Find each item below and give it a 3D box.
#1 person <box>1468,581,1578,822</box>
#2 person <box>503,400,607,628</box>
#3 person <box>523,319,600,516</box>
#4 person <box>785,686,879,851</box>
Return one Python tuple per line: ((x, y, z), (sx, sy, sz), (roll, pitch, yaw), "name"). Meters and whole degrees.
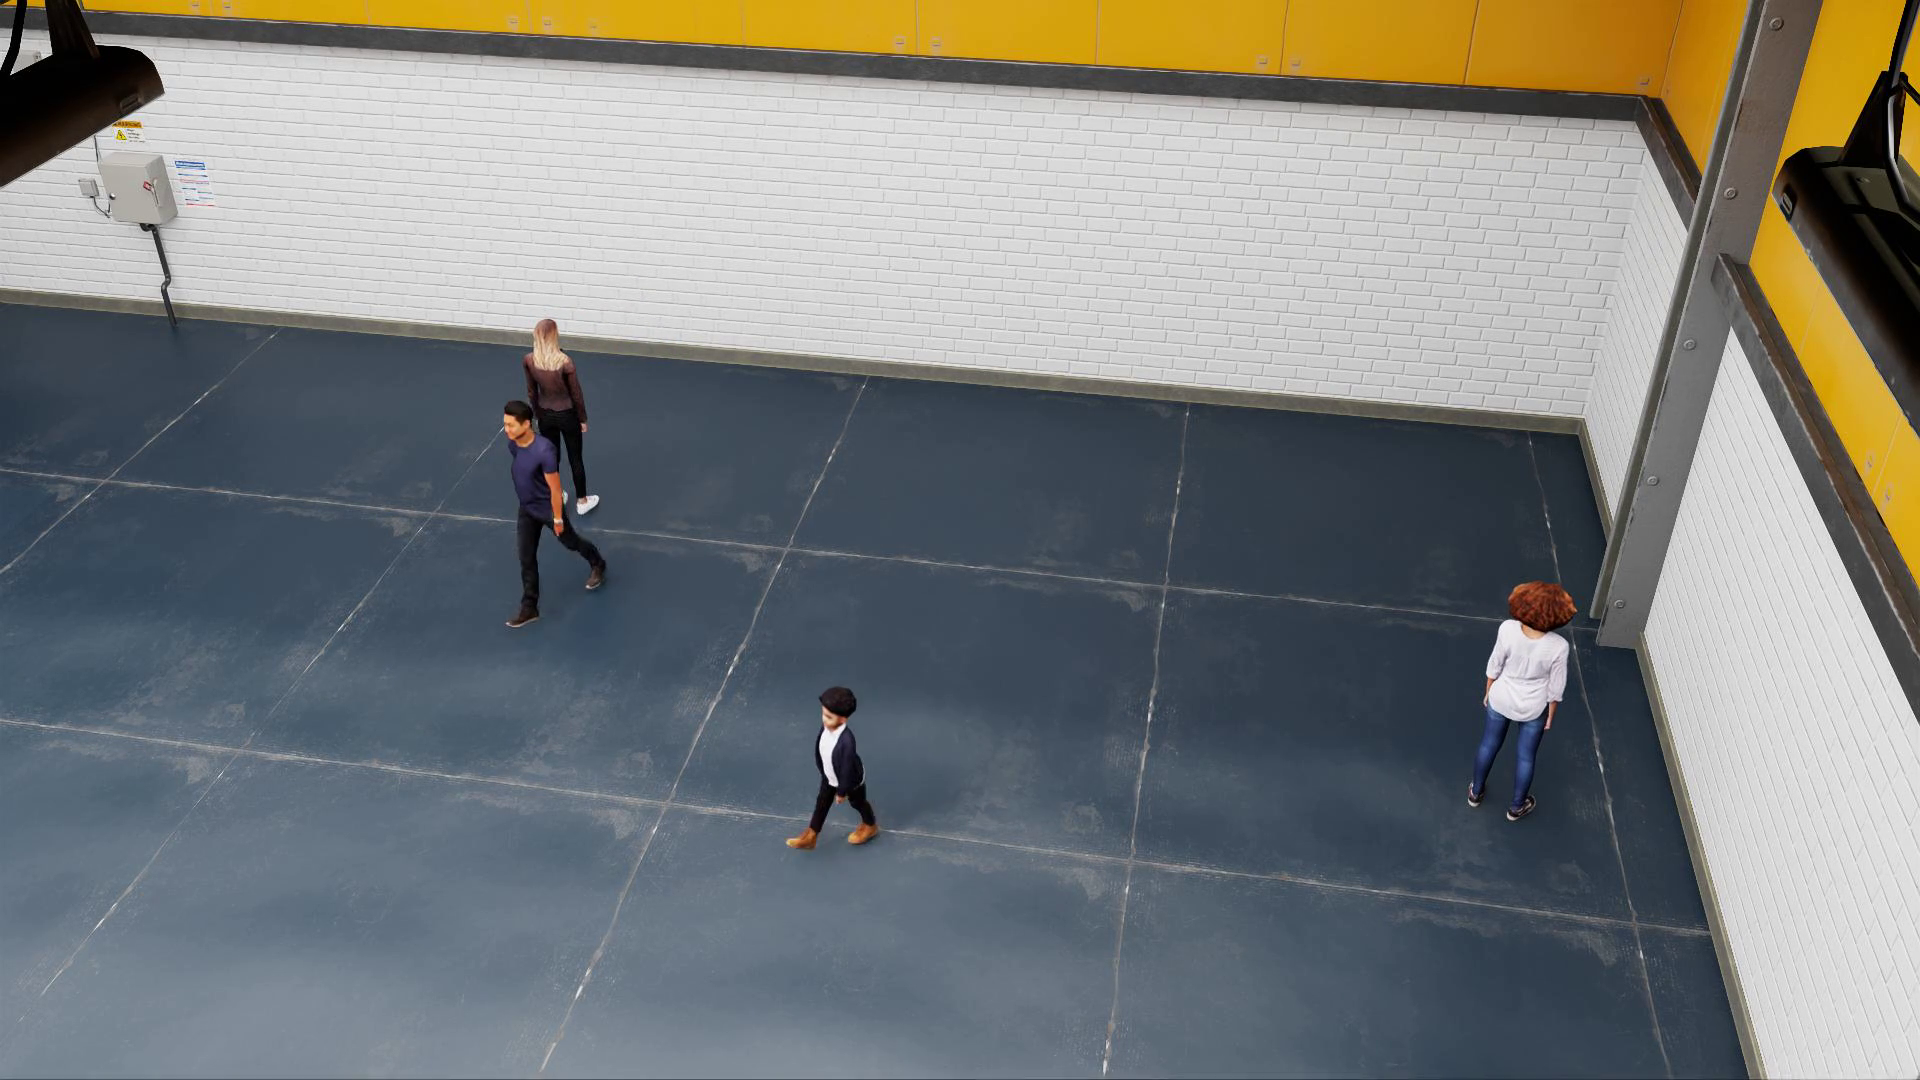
((3.464, 0.983, 10.295), (0.728, 1.712, 0.738), (22, 39, 29), "person")
((-2.964, -0.261, 12.144), (1.020, 1.737, 1.295), (20, 39, 28), "person")
((-3.200, -0.974, 13.246), (0.605, 1.704, 0.499), (7, 34, 10), "person")
((-0.664, 1.390, 10.149), (0.883, 1.195, 0.816), (-21, 39, -29), "person")
